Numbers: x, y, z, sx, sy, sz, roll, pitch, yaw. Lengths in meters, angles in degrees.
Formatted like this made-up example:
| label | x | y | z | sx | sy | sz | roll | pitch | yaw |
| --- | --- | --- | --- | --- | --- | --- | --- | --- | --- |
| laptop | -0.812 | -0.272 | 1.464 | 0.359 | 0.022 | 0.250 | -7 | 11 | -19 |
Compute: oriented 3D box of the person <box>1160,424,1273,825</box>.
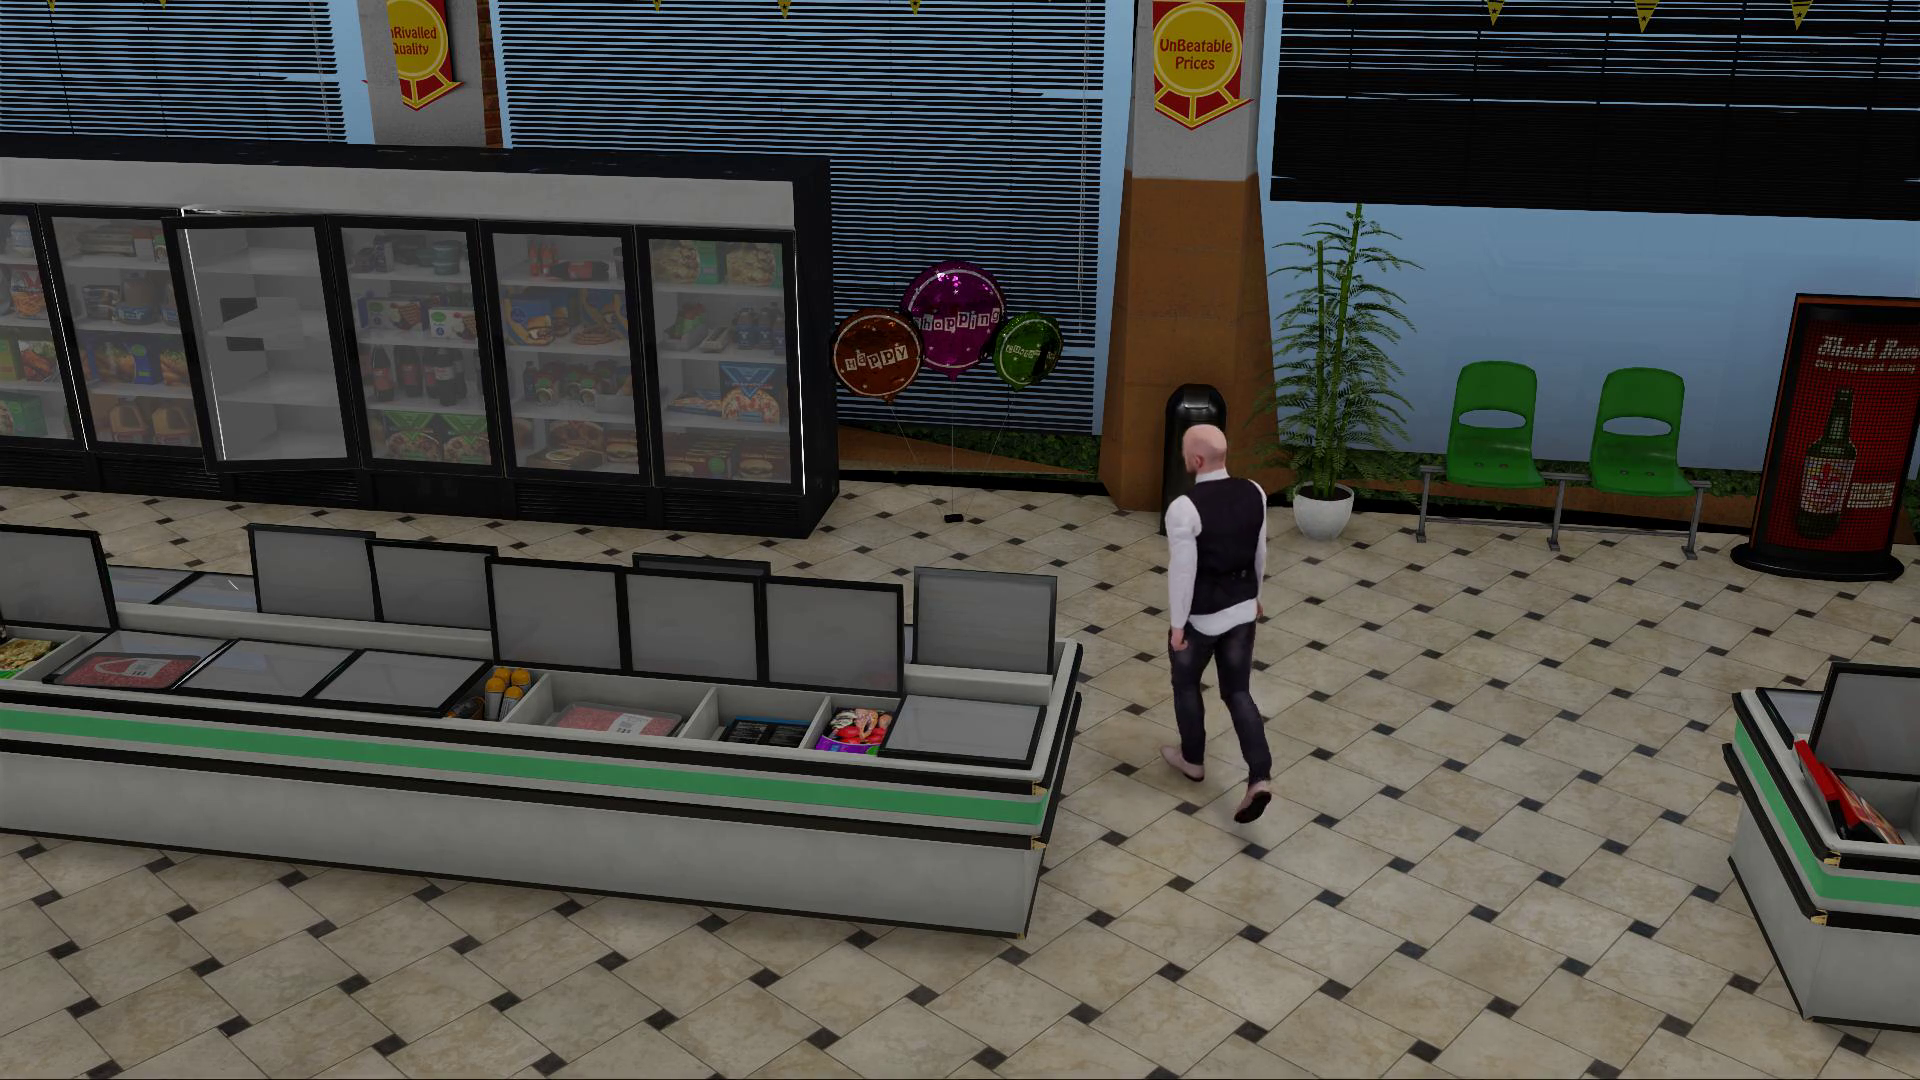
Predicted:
| label | x | y | z | sx | sy | sz | roll | pitch | yaw |
| --- | --- | --- | --- | --- | --- | --- | --- | --- | --- |
| person | 1.170 | 0.401 | 7.351 | 1.204 | 1.786 | 1.191 | -10 | 24 | -22 |
